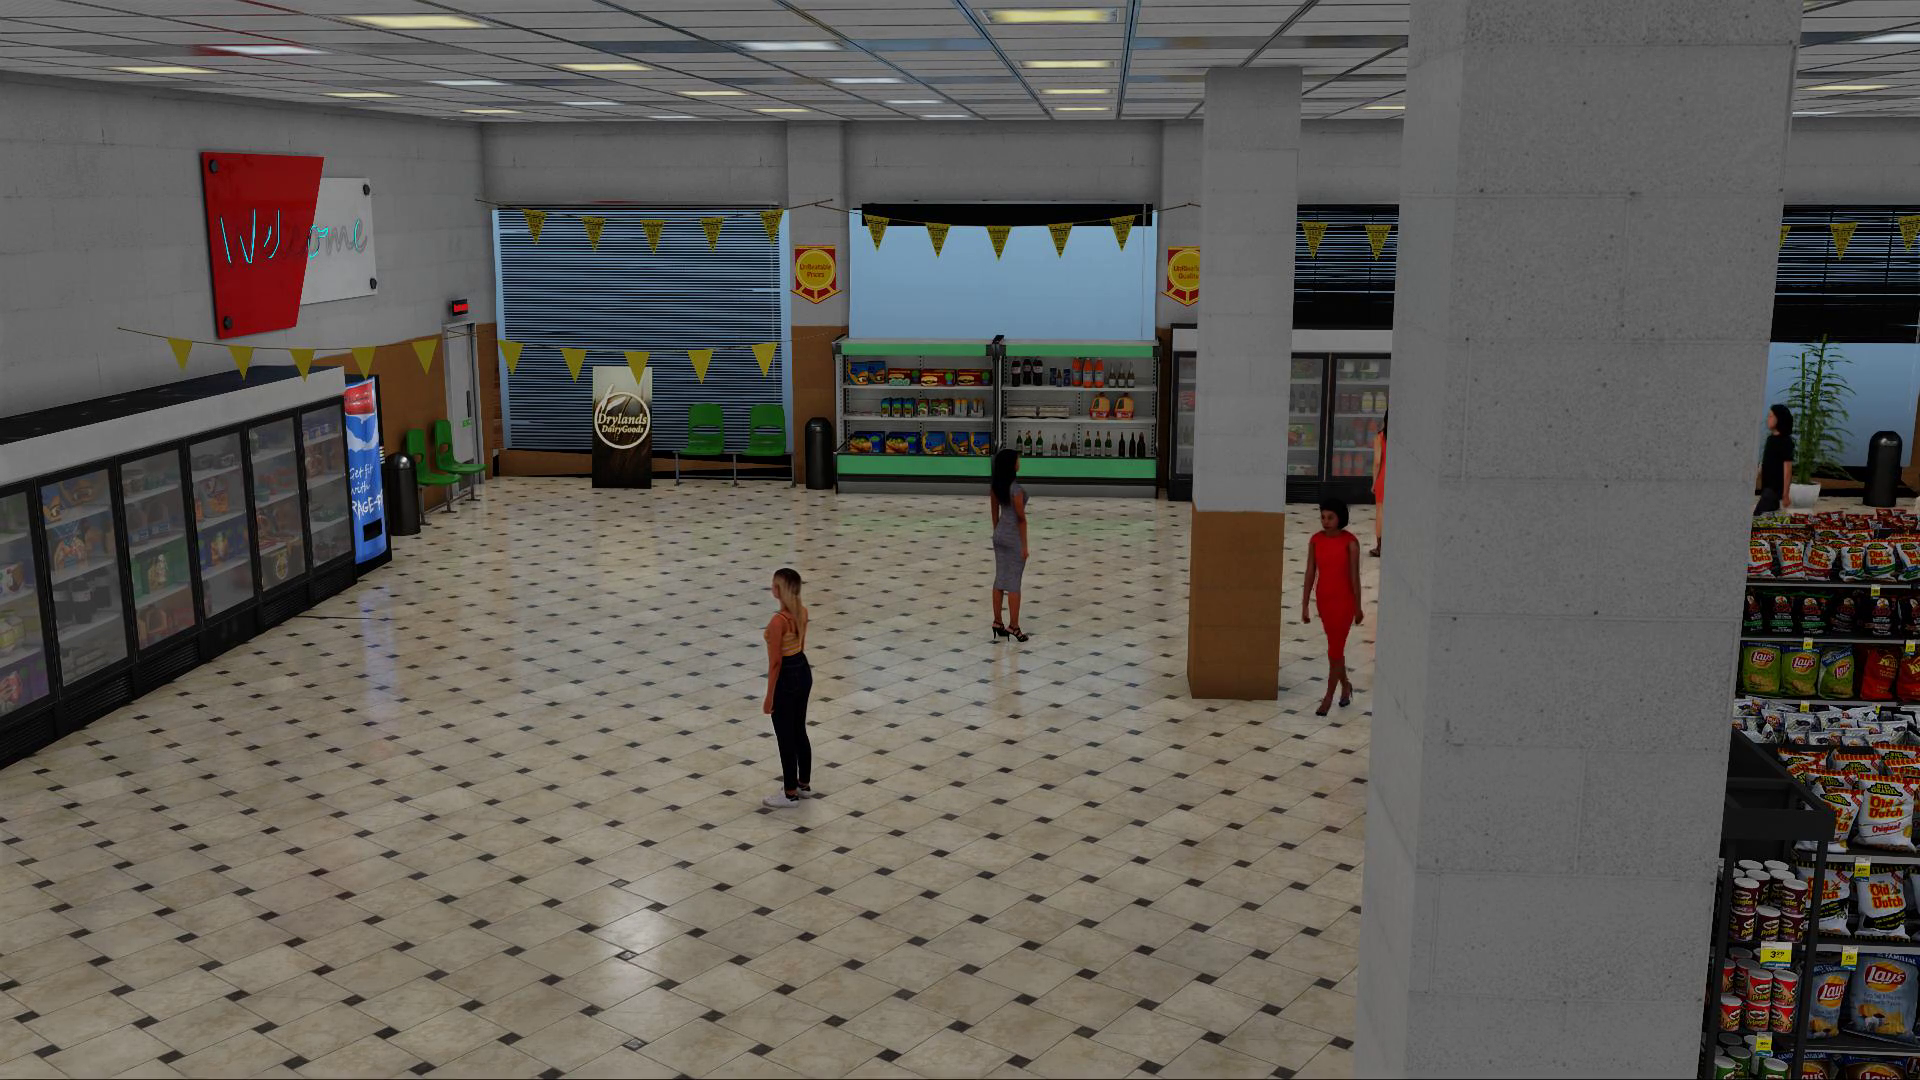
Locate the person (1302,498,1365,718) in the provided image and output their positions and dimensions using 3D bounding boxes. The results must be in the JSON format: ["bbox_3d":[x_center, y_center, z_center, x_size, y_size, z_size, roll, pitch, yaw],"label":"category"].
[{"bbox_3d":[3.011,0.515,13.177,1.012,1.714,0.978,8,15,35],"label":"person"}]

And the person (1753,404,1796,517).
[{"bbox_3d":[8.905,-0.560,18.029,0.775,1.818,0.695,2,12,11],"label":"person"}]

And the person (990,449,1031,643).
[{"bbox_3d":[0.447,0.044,15.253,0.712,1.781,0.659,-9,15,-37],"label":"person"}]

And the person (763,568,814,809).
[{"bbox_3d":[-1.144,0.982,11.165,0.622,1.629,0.632,5,13,24],"label":"person"}]
